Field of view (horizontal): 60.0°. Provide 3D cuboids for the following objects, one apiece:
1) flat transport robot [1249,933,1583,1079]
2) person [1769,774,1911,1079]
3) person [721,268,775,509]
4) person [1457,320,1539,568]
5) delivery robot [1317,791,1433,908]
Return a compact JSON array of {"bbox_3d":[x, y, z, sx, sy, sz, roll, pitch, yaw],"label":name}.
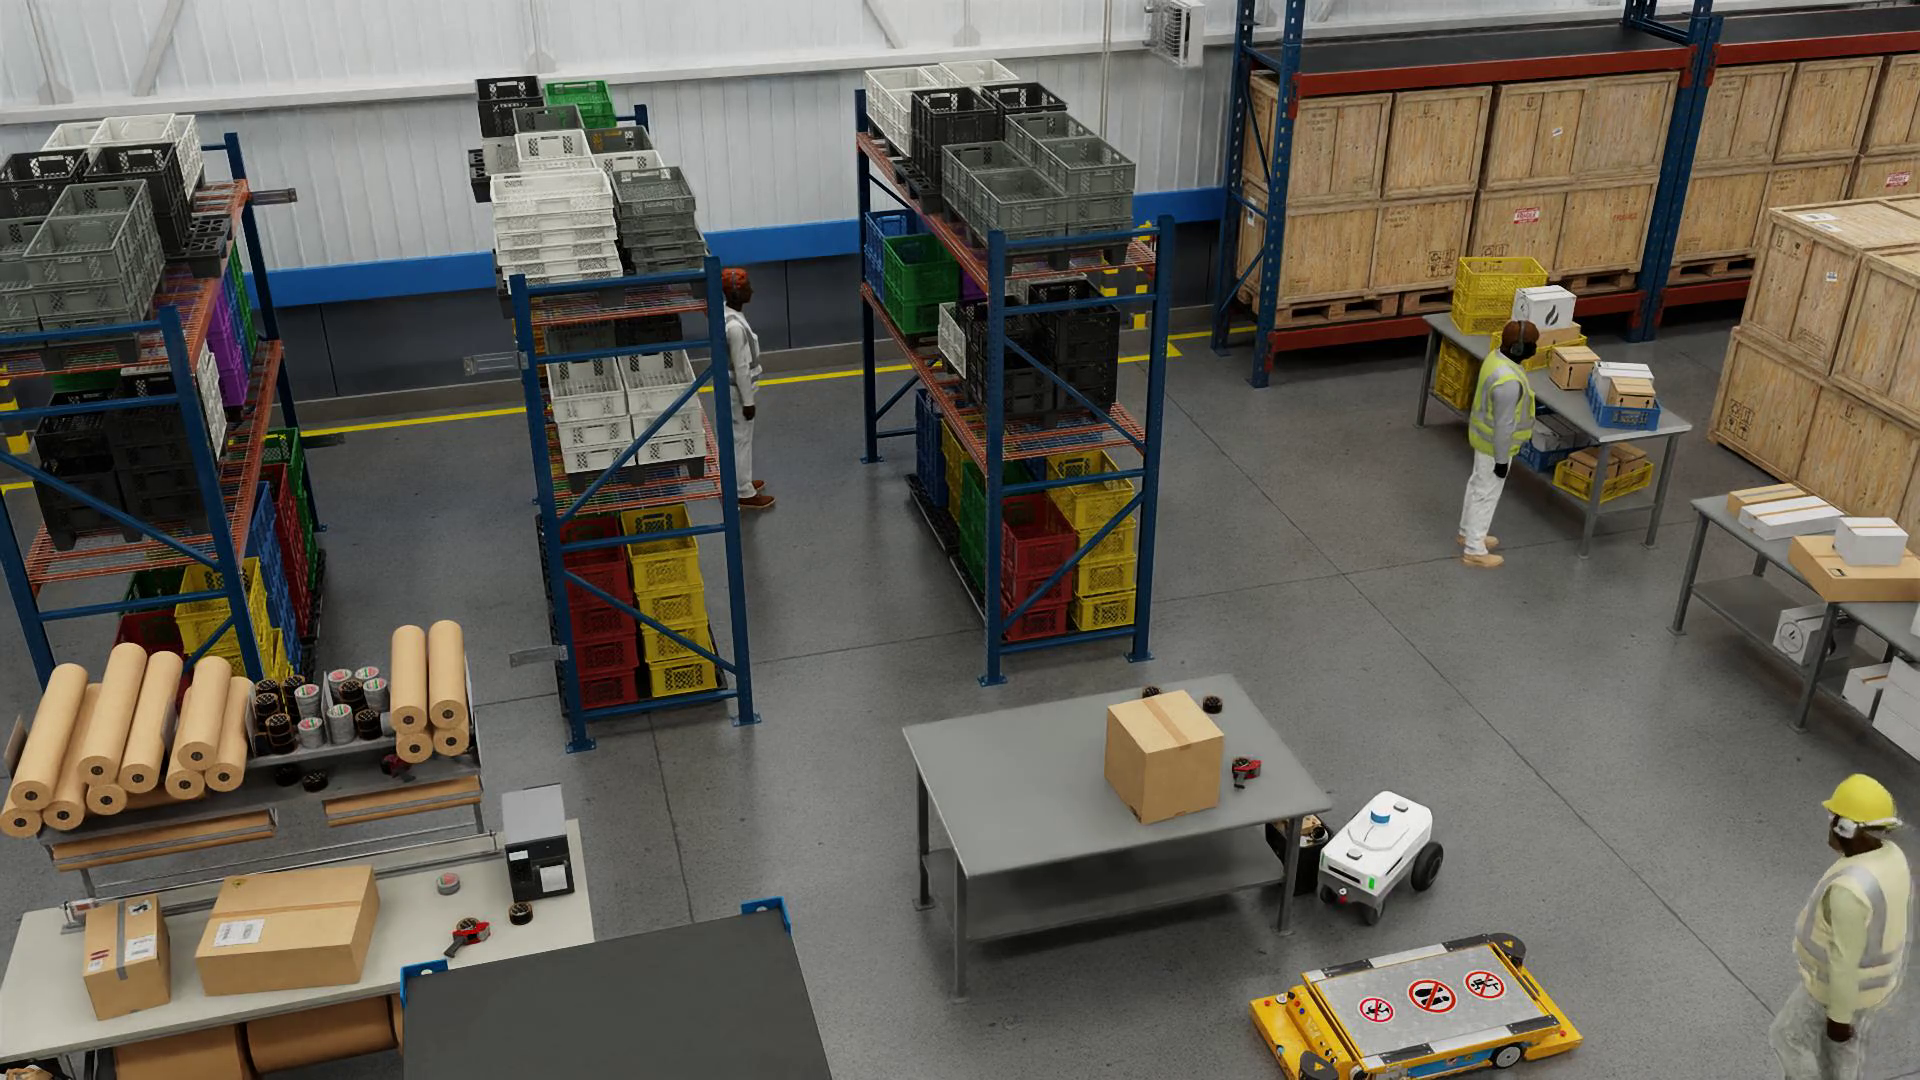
[{"bbox_3d":[2.184,2.282,7.980,1.431,0.197,0.652,-8,30,-14],"label":"flat transport robot"},{"bbox_3d":[3.788,1.856,7.202,0.621,1.783,0.556,-23,36,-35],"label":"person"},{"bbox_3d":[-1.655,-1.145,12.555,0.355,1.882,0.575,-9,30,-16],"label":"person"},{"bbox_3d":[3.814,-0.689,11.782,0.430,1.835,0.619,6,29,11],"label":"person"},{"bbox_3d":[2.199,1.620,8.799,0.477,0.478,0.707,22,36,35],"label":"delivery robot"}]
